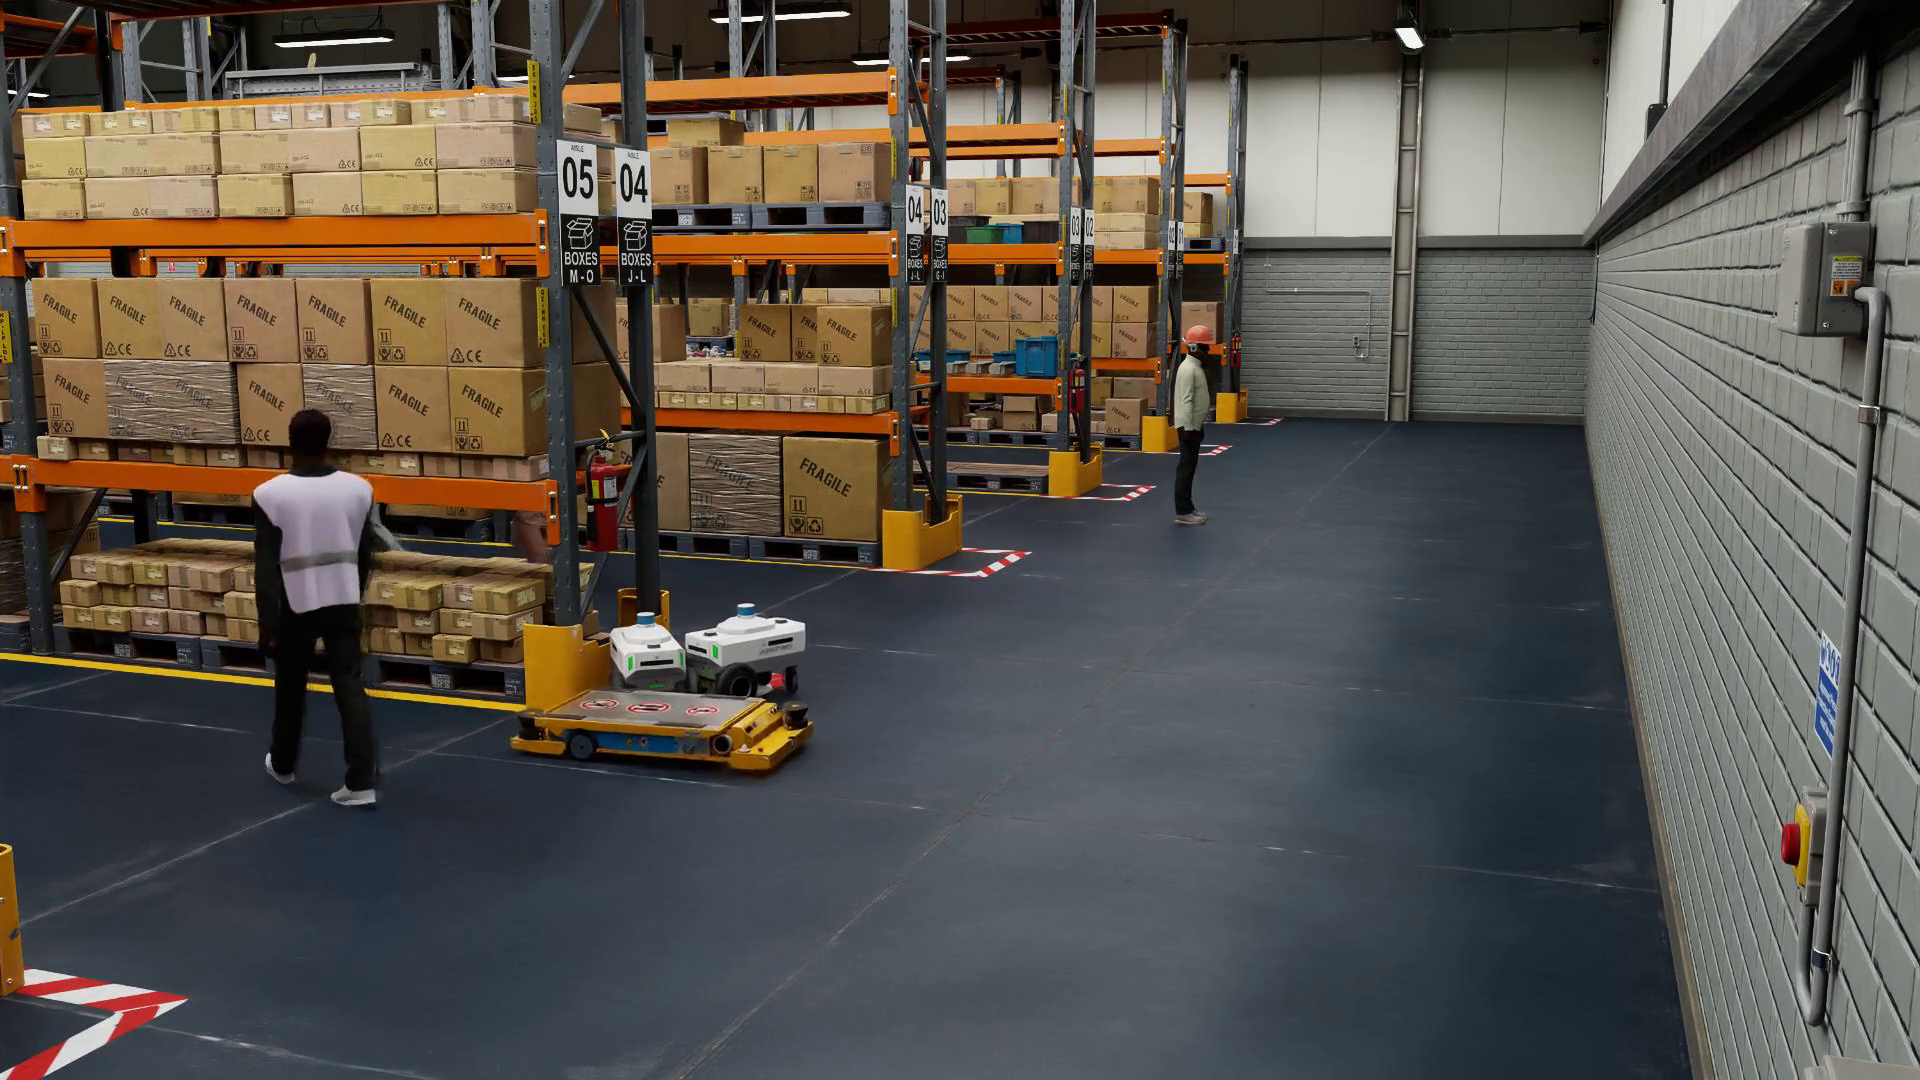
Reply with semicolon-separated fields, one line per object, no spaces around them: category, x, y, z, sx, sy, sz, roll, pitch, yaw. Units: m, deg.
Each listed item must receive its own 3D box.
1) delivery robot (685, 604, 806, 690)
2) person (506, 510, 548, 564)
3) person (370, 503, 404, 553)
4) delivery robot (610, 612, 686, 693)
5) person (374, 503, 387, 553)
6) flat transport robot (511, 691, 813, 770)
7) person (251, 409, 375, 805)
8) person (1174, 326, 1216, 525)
delivery robot;-1.254;0.619;9.791;0.707;0.478;0.477;-9;13;-43
person;-3.637;-0.571;13.447;0.887;1.862;0.670;5;10;28
person;-4.724;-0.472;13.344;0.864;1.702;0.487;3;10;19
delivery robot;-1.798;0.658;9.546;0.477;0.478;0.707;-3;10;-19
person;-5.068;-0.629;14.321;0.318;1.697;0.533;4;10;24
flat transport robot;-1.555;0.976;8.739;1.431;0.197;0.652;2;9;14
person;-3.083;0.314;7.937;0.619;1.860;0.982;-8;12;-42
person;2.341;-1.150;16.668;0.403;1.987;0.610;2;9;14
